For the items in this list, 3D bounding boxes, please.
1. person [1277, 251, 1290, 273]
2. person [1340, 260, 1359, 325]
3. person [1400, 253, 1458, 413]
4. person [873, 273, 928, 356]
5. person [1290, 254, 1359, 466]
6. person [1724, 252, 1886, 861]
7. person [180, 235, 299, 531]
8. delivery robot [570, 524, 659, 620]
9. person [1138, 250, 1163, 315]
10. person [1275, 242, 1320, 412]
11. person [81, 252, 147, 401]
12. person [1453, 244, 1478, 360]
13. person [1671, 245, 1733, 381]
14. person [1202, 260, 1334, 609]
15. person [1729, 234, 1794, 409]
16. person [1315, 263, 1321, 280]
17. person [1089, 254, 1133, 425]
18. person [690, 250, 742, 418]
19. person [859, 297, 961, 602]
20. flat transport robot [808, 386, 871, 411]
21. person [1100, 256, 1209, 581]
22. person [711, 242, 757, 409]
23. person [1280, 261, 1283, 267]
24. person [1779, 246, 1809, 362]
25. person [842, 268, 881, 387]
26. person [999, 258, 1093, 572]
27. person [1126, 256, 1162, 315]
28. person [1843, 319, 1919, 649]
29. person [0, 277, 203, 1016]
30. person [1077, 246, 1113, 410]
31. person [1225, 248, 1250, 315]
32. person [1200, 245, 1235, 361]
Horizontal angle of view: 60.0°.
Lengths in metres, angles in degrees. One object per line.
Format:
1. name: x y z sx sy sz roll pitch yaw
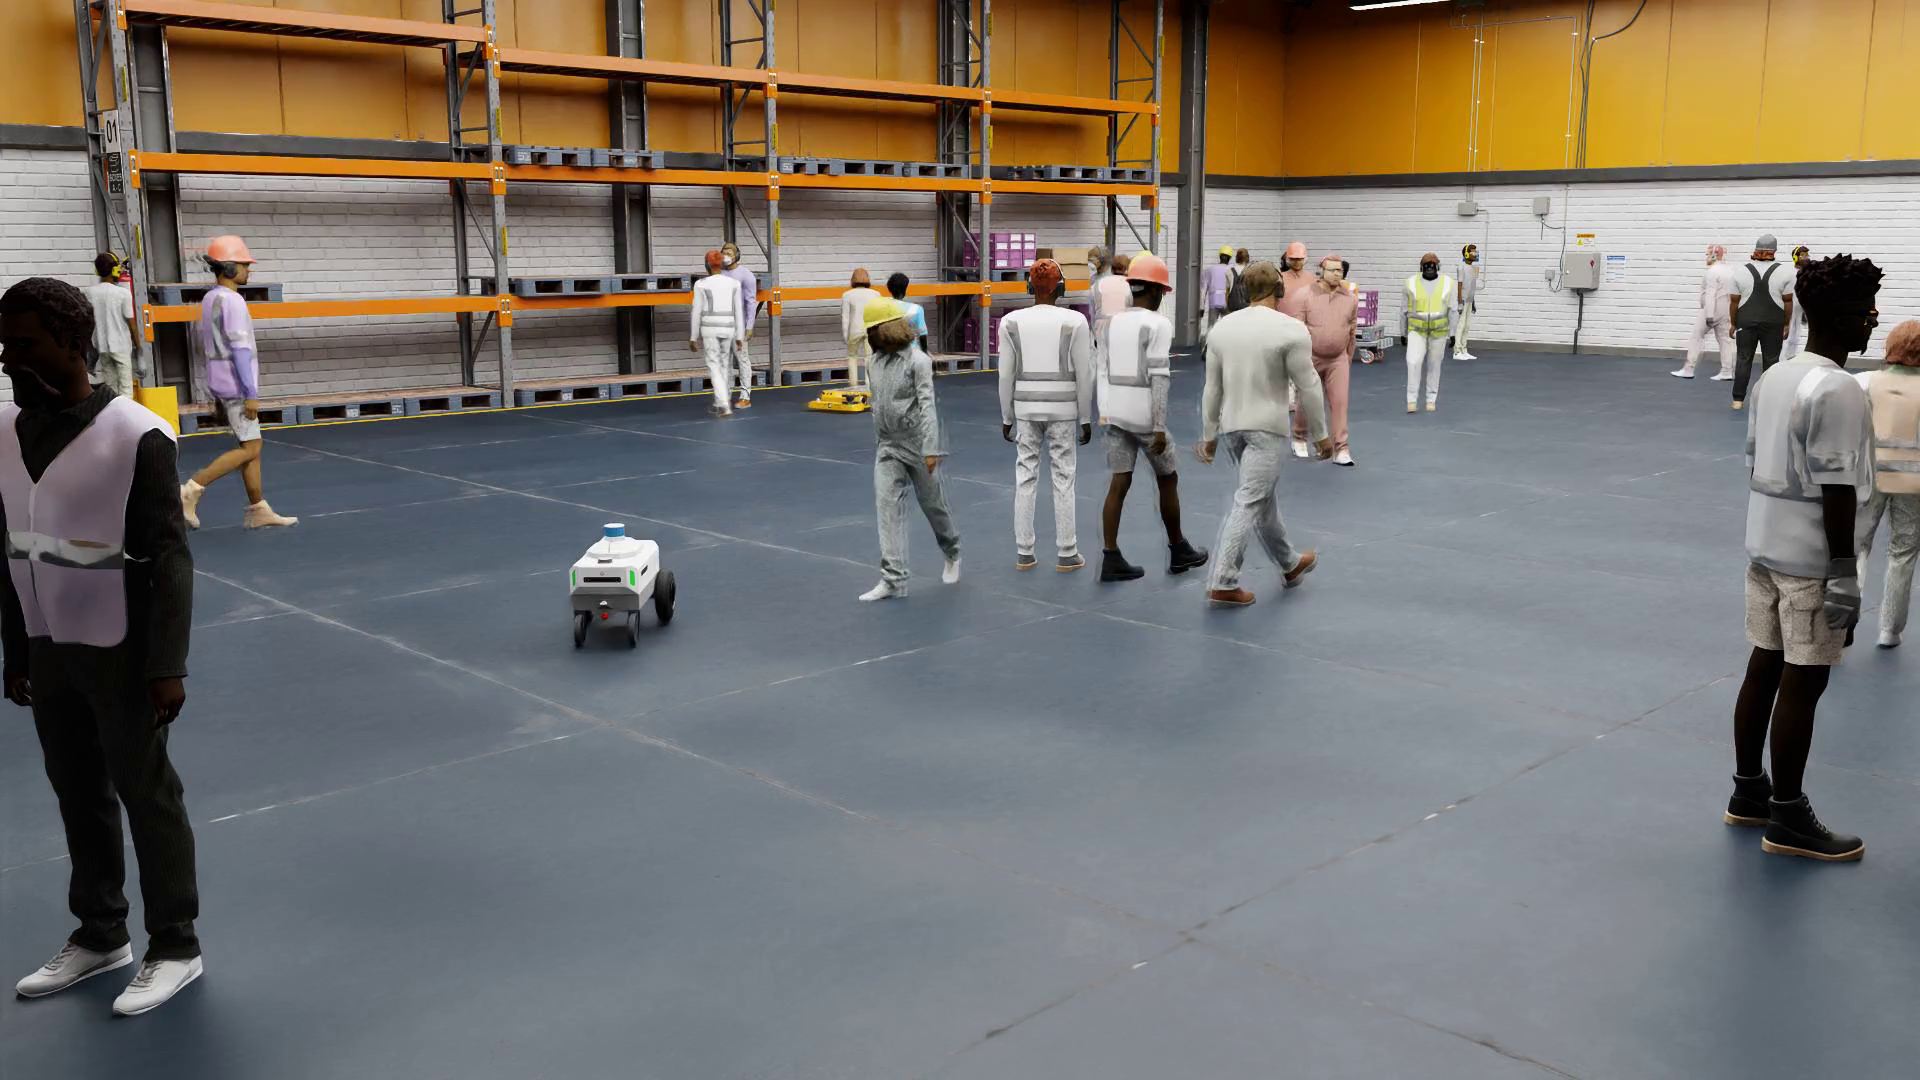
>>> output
1. person: 4.814 -3.370 24.620 0.644 1.794 0.975 0 10 1
2. person: 5.388 -3.136 23.669 0.545 1.678 0.724 4 11 20
3. person: 5.339 -2.348 18.963 0.637 1.808 0.812 3 11 14
4. person: -0.577 -1.769 16.226 0.544 1.647 0.858 4 11 19
5. person: 3.248 -1.616 14.887 0.643 1.859 1.009 -1 10 -4
6. person: 2.788 0.050 5.470 0.367 1.967 0.600 1 10 3
7. person: -4.944 -1.028 11.190 0.763 2.028 0.619 -7 13 -34
8. delivery robot: -1.752 0.161 8.466 0.477 0.478 0.707 0 10 -1
9. person: 2.310 -2.722 20.955 0.600 1.830 0.404 9 14 41
10. person: 3.892 -2.472 19.304 0.635 1.944 1.019 0 10 1
11. person: -7.881 -1.740 15.515 0.549 1.874 0.342 1 10 7
12. person: 8.267 -3.872 27.110 0.326 1.876 0.520 9 14 41
13. person: 10.504 -3.184 23.351 0.648 1.875 0.886 -8 13 -36
14. person: 1.705 -0.593 9.214 1.033 1.869 0.659 -8 13 -38
15. person: 9.319 -2.535 19.366 0.674 2.000 0.535 6 12 30
16. person: 5.564 -3.472 25.589 0.509 1.632 0.265 4 11 21
17. person: 1.714 -2.154 17.917 0.656 1.814 0.744 4 11 22
18. person: -2.721 -2.301 18.586 0.599 1.877 0.652 -7 13 -34
19. person: -0.270 -0.533 9.422 0.551 1.691 0.838 8 13 38
20. flat transport robot: -1.084 -1.683 19.550 0.652 0.197 1.431 7 13 34
21. person: 1.138 -0.721 9.870 0.909 1.890 0.565 -9 13 -39
22. person: -2.677 -2.511 19.516 0.634 1.940 0.367 6 12 28
23. person: 4.816 -3.367 24.762 0.525 1.728 0.753 4 11 22
24. person: 11.914 -3.237 23.691 0.593 1.865 0.346 -7 12 -33
25. person: -1.230 -2.561 20.671 0.517 1.615 0.609 -2 11 -13
26. person: 0.519 -0.744 10.032 0.573 1.883 0.353 3 11 16
27. person: 1.871 -2.018 17.177 0.452 1.801 0.626 1 10 7
28. person: 4.478 -0.247 8.006 0.526 1.622 0.587 7 13 35
29. person: -2.260 0.278 4.362 0.597 1.916 0.370 4 11 20
30. person: 1.586 -2.401 19.017 0.941 1.890 0.659 -5 12 -26
31. person: 4.345 -3.562 25.597 0.512 1.817 0.820 5 11 25
32. person: 4.073 -3.702 26.208 0.610 1.878 0.855 4 11 21
